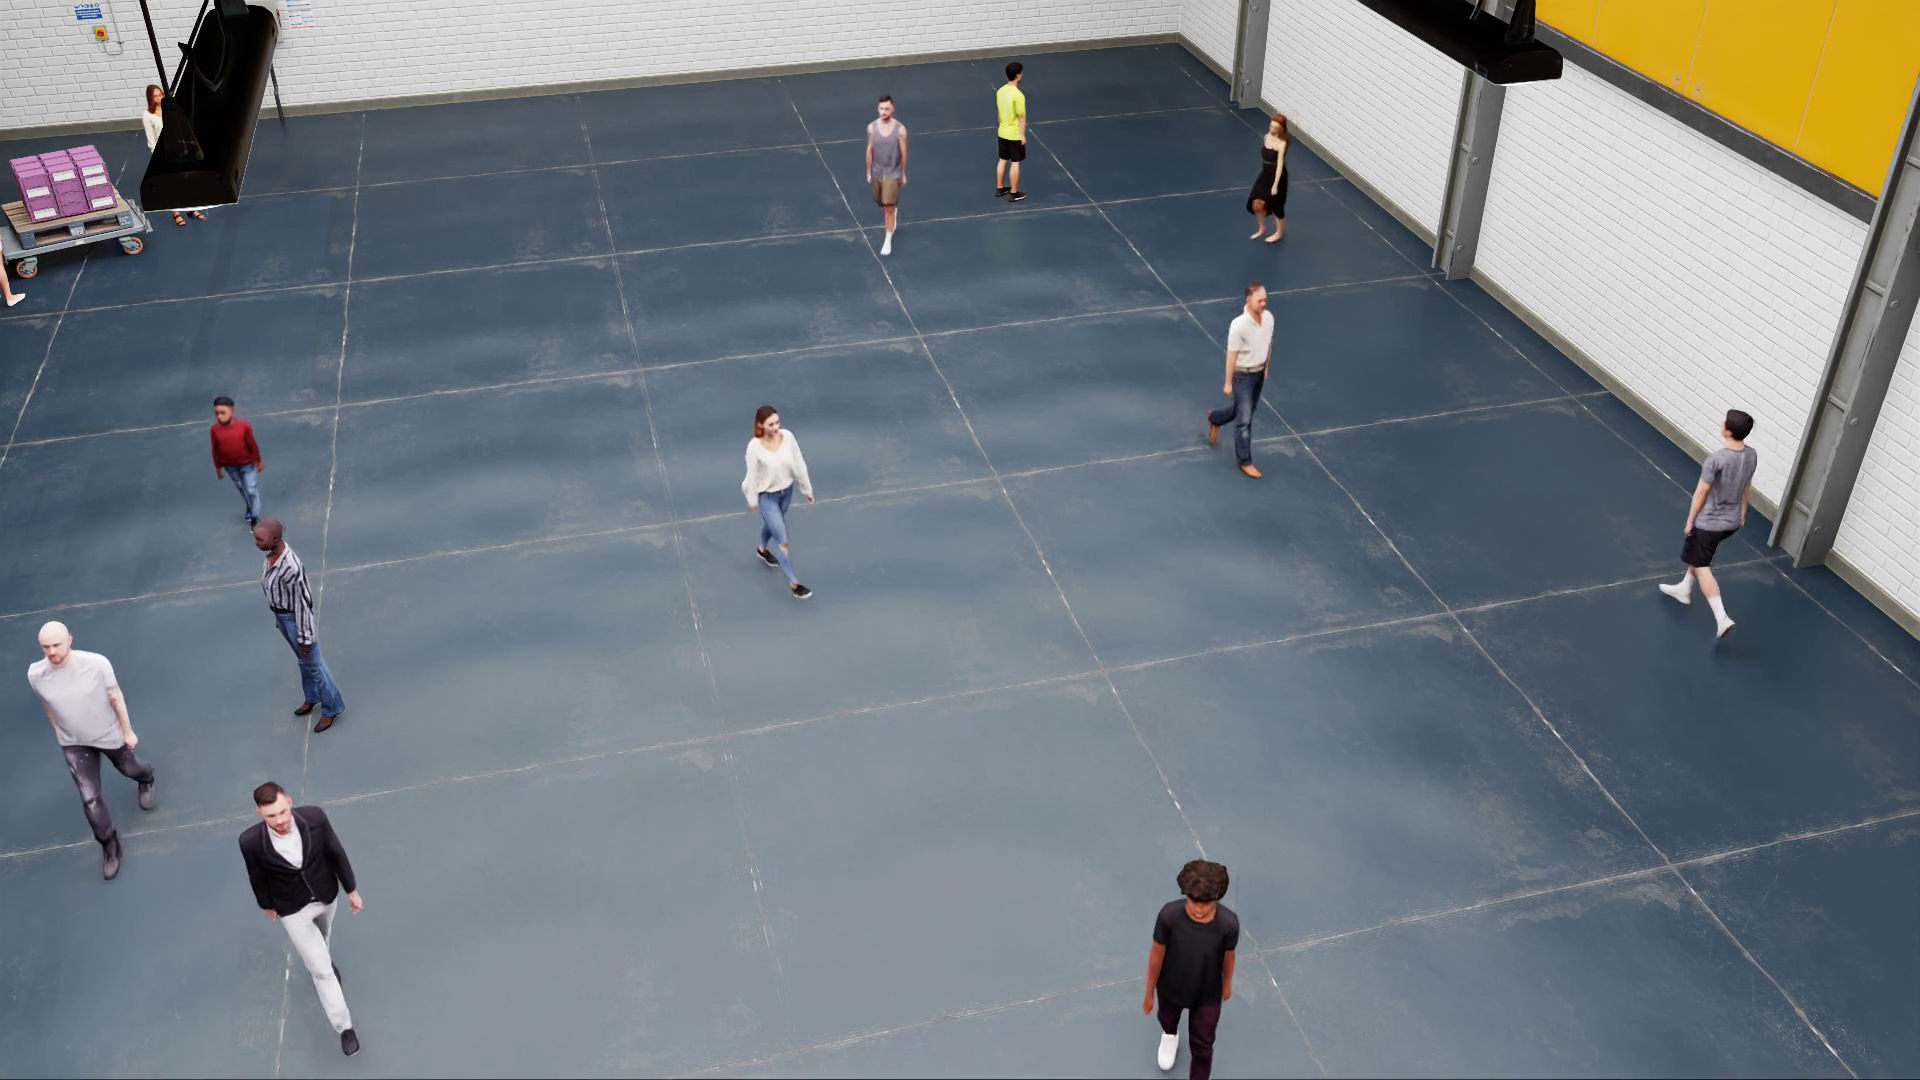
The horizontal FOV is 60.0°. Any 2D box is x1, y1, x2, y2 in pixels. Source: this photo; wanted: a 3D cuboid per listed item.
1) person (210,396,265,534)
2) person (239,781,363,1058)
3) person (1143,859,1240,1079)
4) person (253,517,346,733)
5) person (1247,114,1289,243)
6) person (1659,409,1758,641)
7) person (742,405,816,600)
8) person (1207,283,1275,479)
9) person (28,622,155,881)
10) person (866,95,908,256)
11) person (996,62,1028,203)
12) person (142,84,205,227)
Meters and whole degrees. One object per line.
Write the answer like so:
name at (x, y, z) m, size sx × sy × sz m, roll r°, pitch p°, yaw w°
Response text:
person at (-6.259, -0.716, 14.469) m, size 0.593 × 1.237 × 0.810 m, roll -3°, pitch 34°, yaw -5°
person at (-3.853, 2.068, 9.784) m, size 0.976 × 1.788 × 1.297 m, roll -22°, pitch 40°, yaw -30°
person at (1.282, 2.419, 9.299) m, size 0.956 × 1.738 × 1.174 m, roll 7°, pitch 34°, yaw 10°
person at (-4.789, 0.585, 12.007) m, size 0.760 × 1.796 × 0.634 m, roll -28°, pitch 42°, yaw -35°
person at (3.702, -4.223, 19.423) m, size 0.729 × 1.594 × 0.696 m, roll -11°, pitch 35°, yaw -17°
person at (5.974, -0.090, 12.992) m, size 0.773 × 1.829 × 1.145 m, roll -10°, pitch 35°, yaw -15°
person at (-1.557, -0.376, 13.594) m, size 0.948 × 1.640 × 1.222 m, roll -25°, pitch 41°, yaw -32°
person at (2.548, -1.526, 15.148) m, size 0.889 × 1.834 × 1.185 m, roll -19°, pitch 38°, yaw -27°
person at (-5.691, 1.243, 11.006) m, size 0.693 × 1.808 × 1.171 m, roll -8°, pitch 34°, yaw -12°
person at (-0.832, -4.288, 19.285) m, size 0.966 × 1.826 × 1.206 m, roll 7°, pitch 34°, yaw 10°
person at (0.635, -5.049, 20.564) m, size 0.741 × 1.706 × 0.606 m, roll -24°, pitch 41°, yaw -32°
person at (-9.498, -4.649, 19.983) m, size 0.734 × 1.682 × 0.693 m, roll 22°, pitch 39°, yaw 29°
